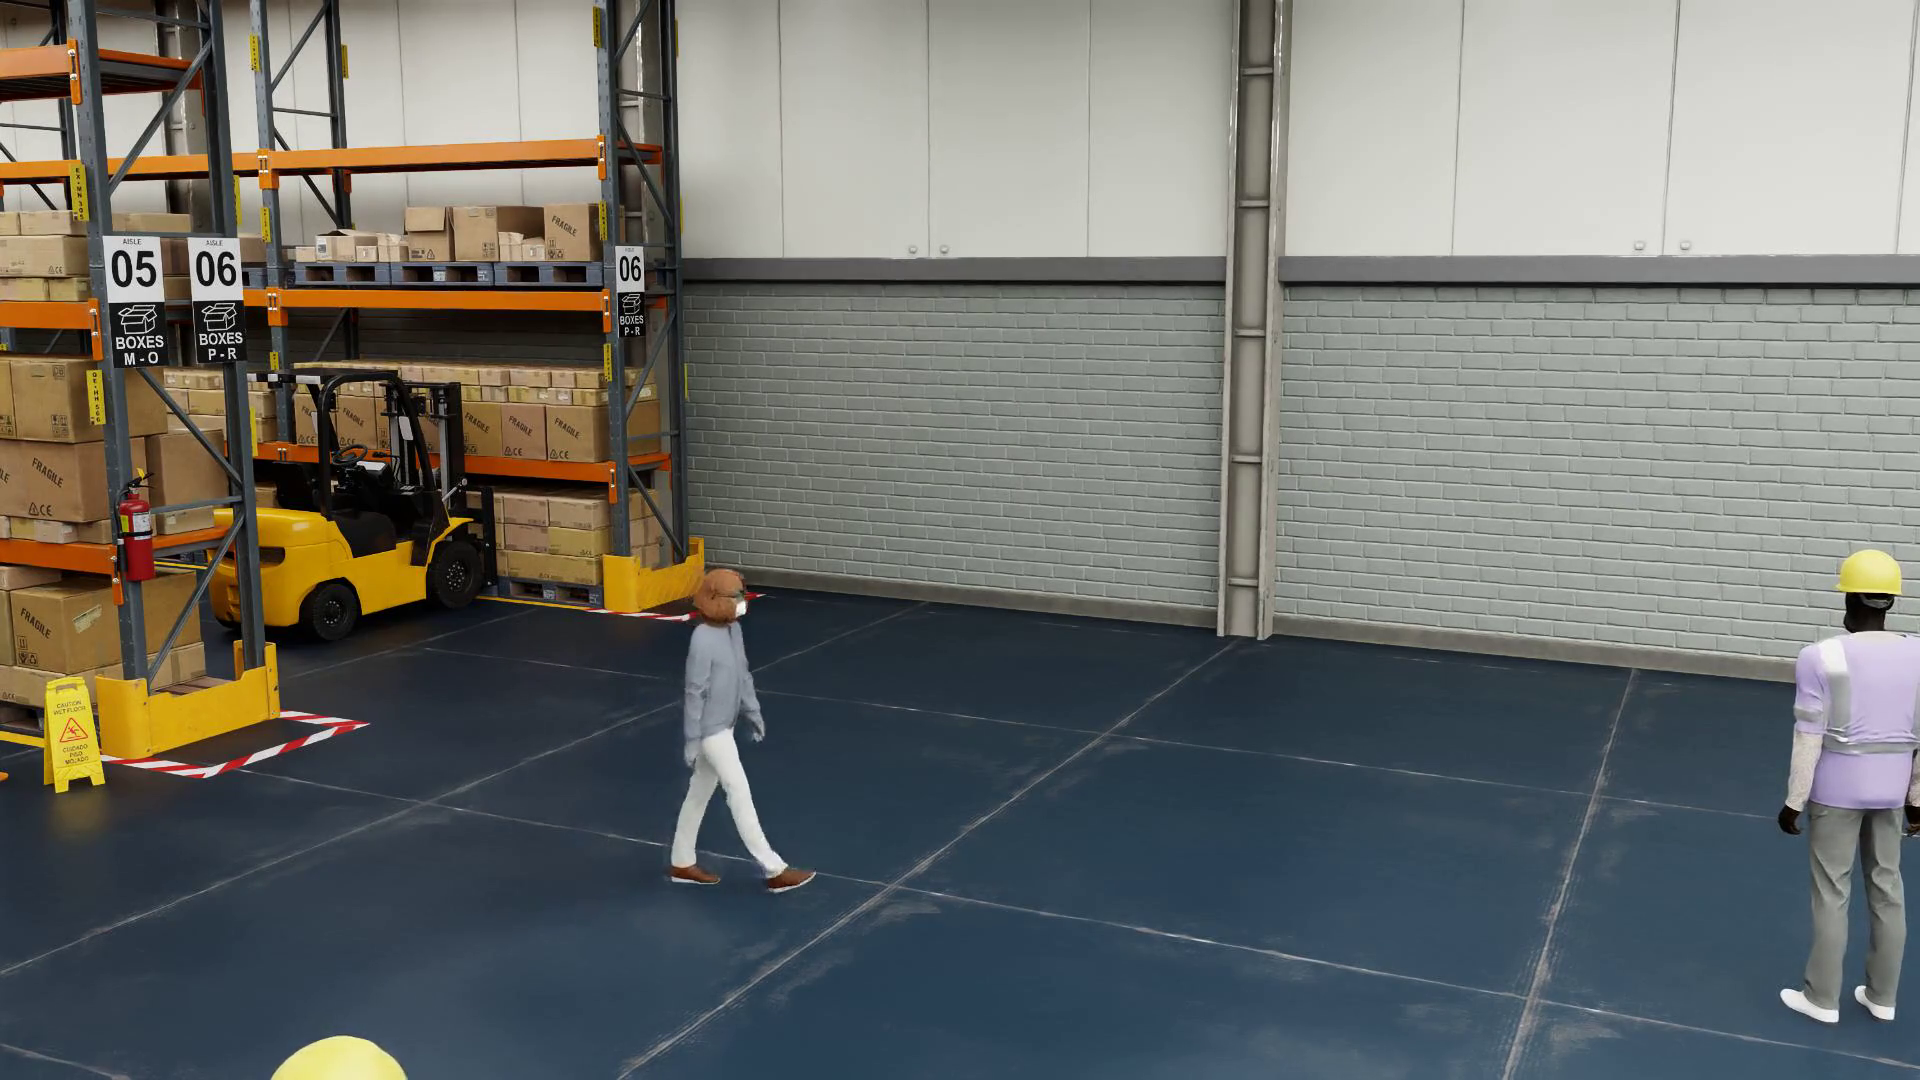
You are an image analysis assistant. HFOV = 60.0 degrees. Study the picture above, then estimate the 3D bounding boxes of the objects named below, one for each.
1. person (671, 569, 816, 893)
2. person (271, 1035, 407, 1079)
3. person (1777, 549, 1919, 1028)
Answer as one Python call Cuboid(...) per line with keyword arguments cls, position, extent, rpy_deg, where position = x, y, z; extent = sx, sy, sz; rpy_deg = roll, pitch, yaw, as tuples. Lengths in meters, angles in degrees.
Cuboid(cls="person", position=(-1.071, 0.928, 8.064), extent=(0.818, 1.589, 0.526), rpy_deg=(2, 9, 10))
Cuboid(cls="person", position=(-1.005, 1.685, 2.738), extent=(0.403, 1.828, 0.594), rpy_deg=(-1, 9, -4))
Cuboid(cls="person", position=(3.590, 0.993, 6.682), extent=(0.594, 1.924, 0.384), rpy_deg=(0, 9, -3))
